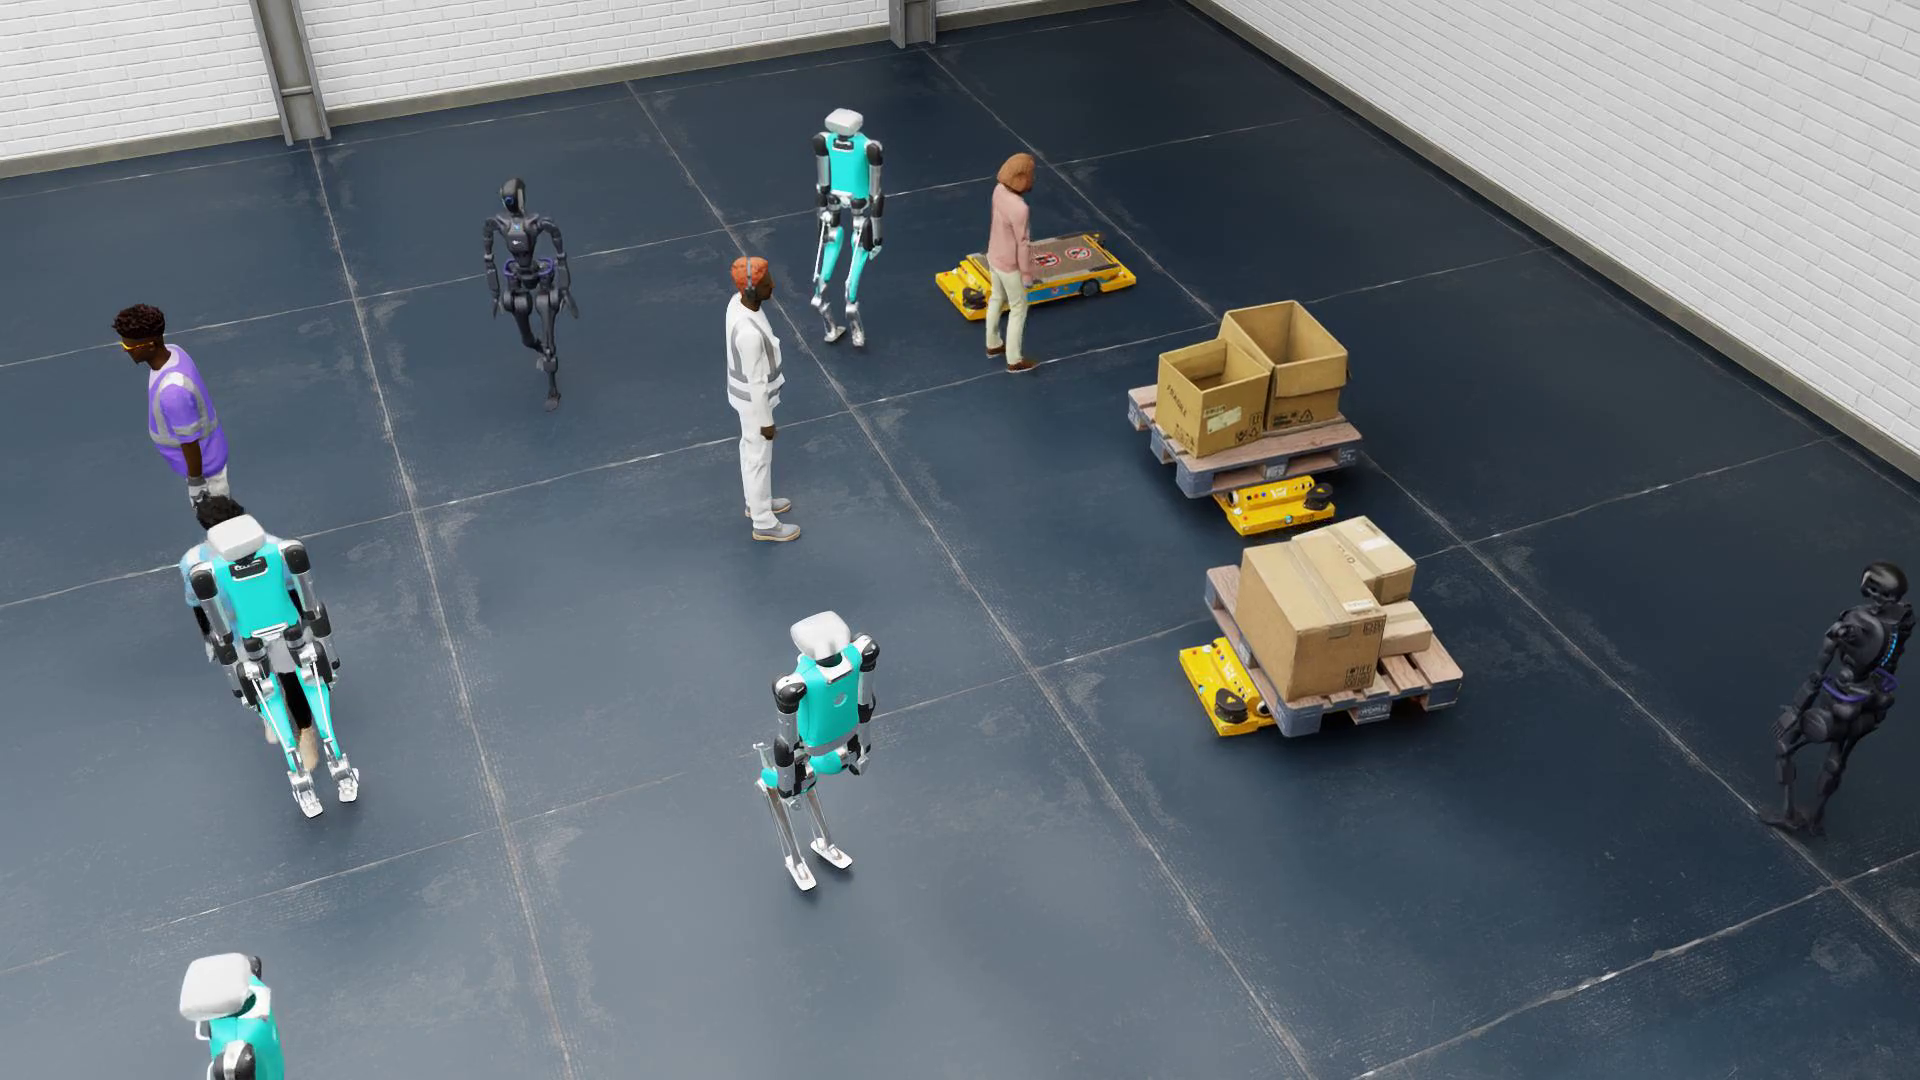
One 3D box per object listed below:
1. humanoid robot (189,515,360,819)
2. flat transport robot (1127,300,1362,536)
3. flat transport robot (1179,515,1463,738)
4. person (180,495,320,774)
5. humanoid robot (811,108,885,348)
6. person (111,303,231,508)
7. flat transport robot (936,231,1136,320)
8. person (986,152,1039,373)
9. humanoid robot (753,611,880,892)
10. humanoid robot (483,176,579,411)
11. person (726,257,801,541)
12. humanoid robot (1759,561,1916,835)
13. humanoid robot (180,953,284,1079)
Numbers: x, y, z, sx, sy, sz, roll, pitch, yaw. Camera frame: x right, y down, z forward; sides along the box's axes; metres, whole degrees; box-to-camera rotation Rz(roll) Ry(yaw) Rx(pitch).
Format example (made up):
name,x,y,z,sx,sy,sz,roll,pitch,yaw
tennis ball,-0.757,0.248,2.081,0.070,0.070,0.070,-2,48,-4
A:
name,x,y,z,sx,sy,sz,roll,pitch,yaw
humanoid robot,-3.240,0.720,8.024,0.533,1.675,0.735,-17,41,-20
flat transport robot,1.854,-0.558,10.999,0.659,0.231,1.431,-12,39,-15
flat transport robot,2.021,0.705,9.355,1.431,0.231,0.659,-9,38,-11
person,-3.592,0.460,8.517,0.561,1.683,0.491,-14,40,-18
humanoid robot,-0.858,-2.131,11.780,0.538,1.723,0.692,16,40,19
person,-4.382,-0.482,9.520,0.374,1.958,0.605,-16,40,-20
flat transport robot,0.593,-2.068,12.965,1.431,0.231,0.659,-15,40,-18
person,0.362,-1.940,11.684,0.332,1.621,0.575,-11,39,-14
humanoid robot,-0.744,0.929,7.787,0.531,1.696,0.734,-27,45,-31
humanoid robot,-2.923,-1.759,11.429,0.599,1.640,0.702,-2,38,-2
person,-1.218,-0.855,10.063,0.361,1.882,0.573,-7,38,-9
humanoid robot,4.302,0.792,8.088,0.593,1.646,0.353,-13,40,-17
humanoid robot,-2.749,2.248,6.186,0.681,1.840,0.534,-10,39,-13
